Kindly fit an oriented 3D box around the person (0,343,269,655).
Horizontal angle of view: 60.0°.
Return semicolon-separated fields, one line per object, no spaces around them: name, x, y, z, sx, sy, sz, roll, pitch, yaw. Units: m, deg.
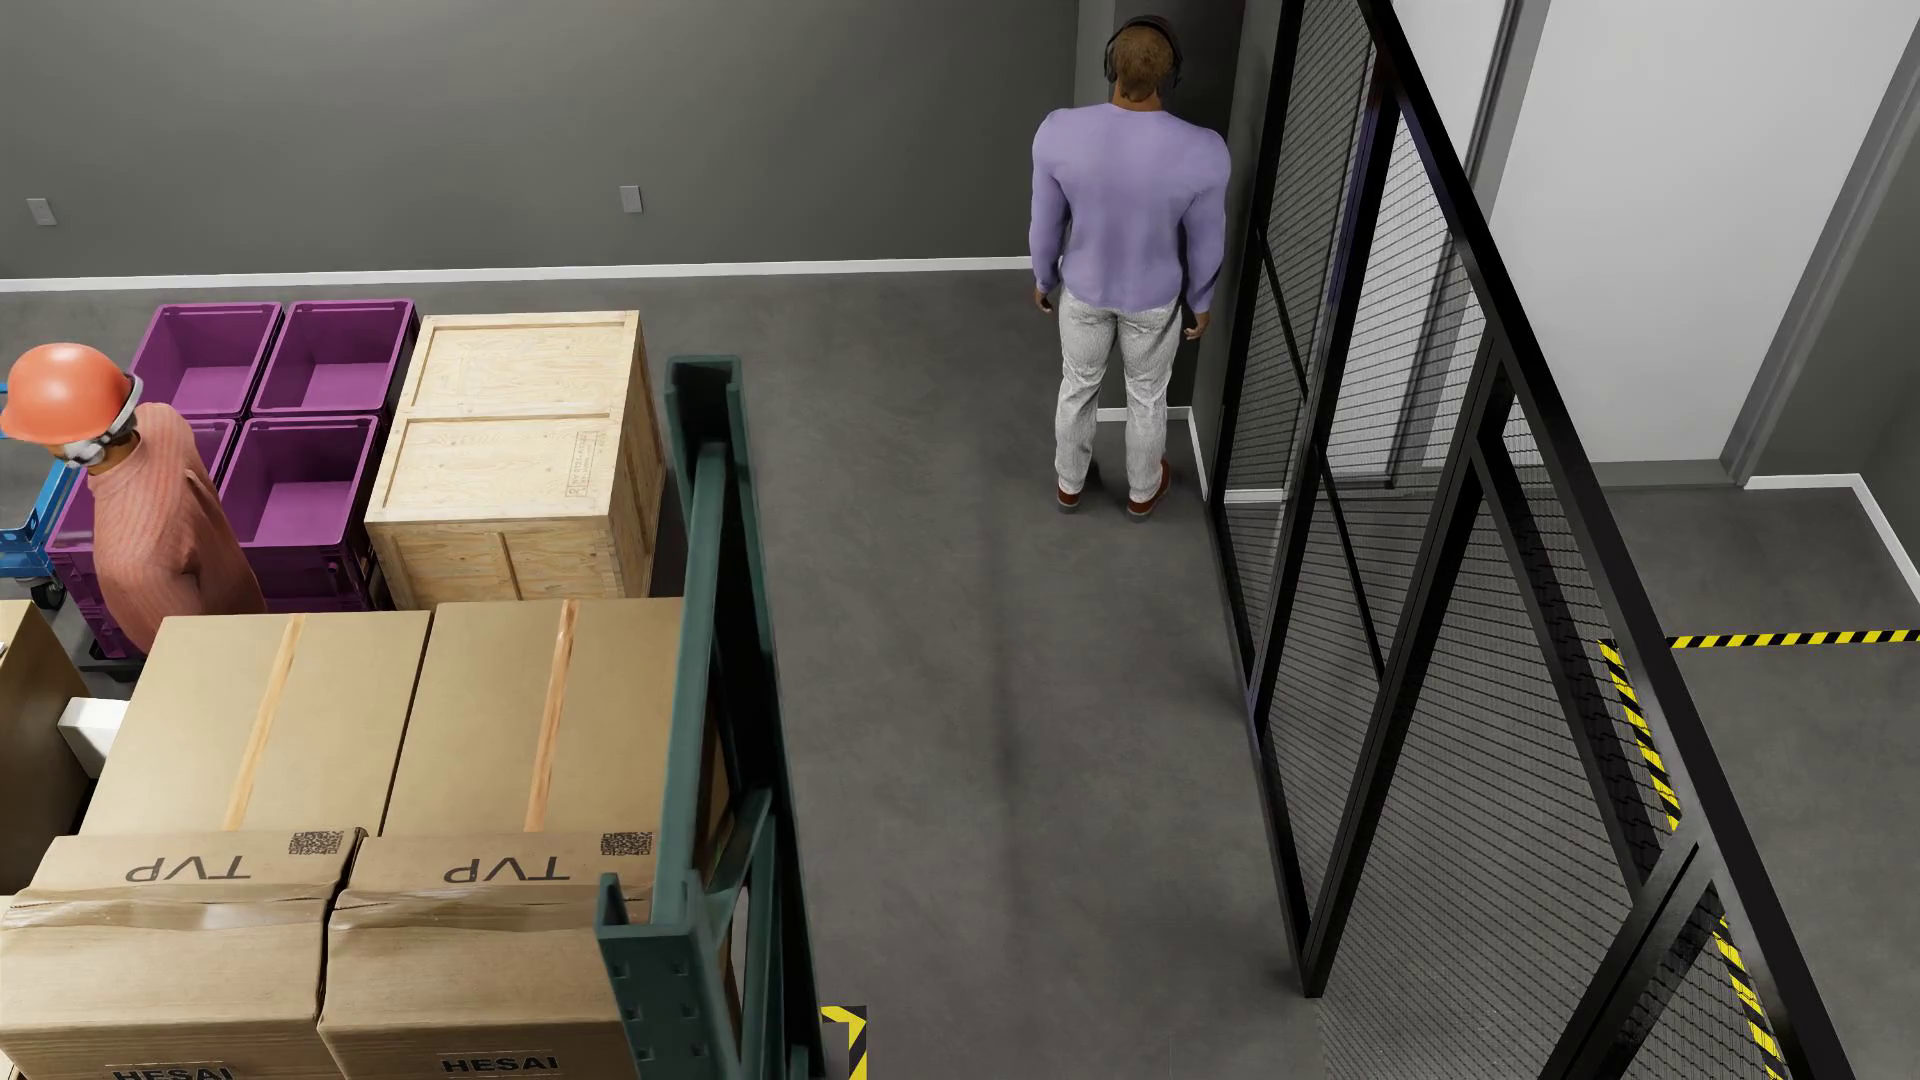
person;-2.040;0.256;4.475;0.379;1.993;0.608;-12;48;-11

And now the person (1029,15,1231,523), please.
person;0.543;-0.842;5.561;0.635;1.937;0.352;10;47;9
